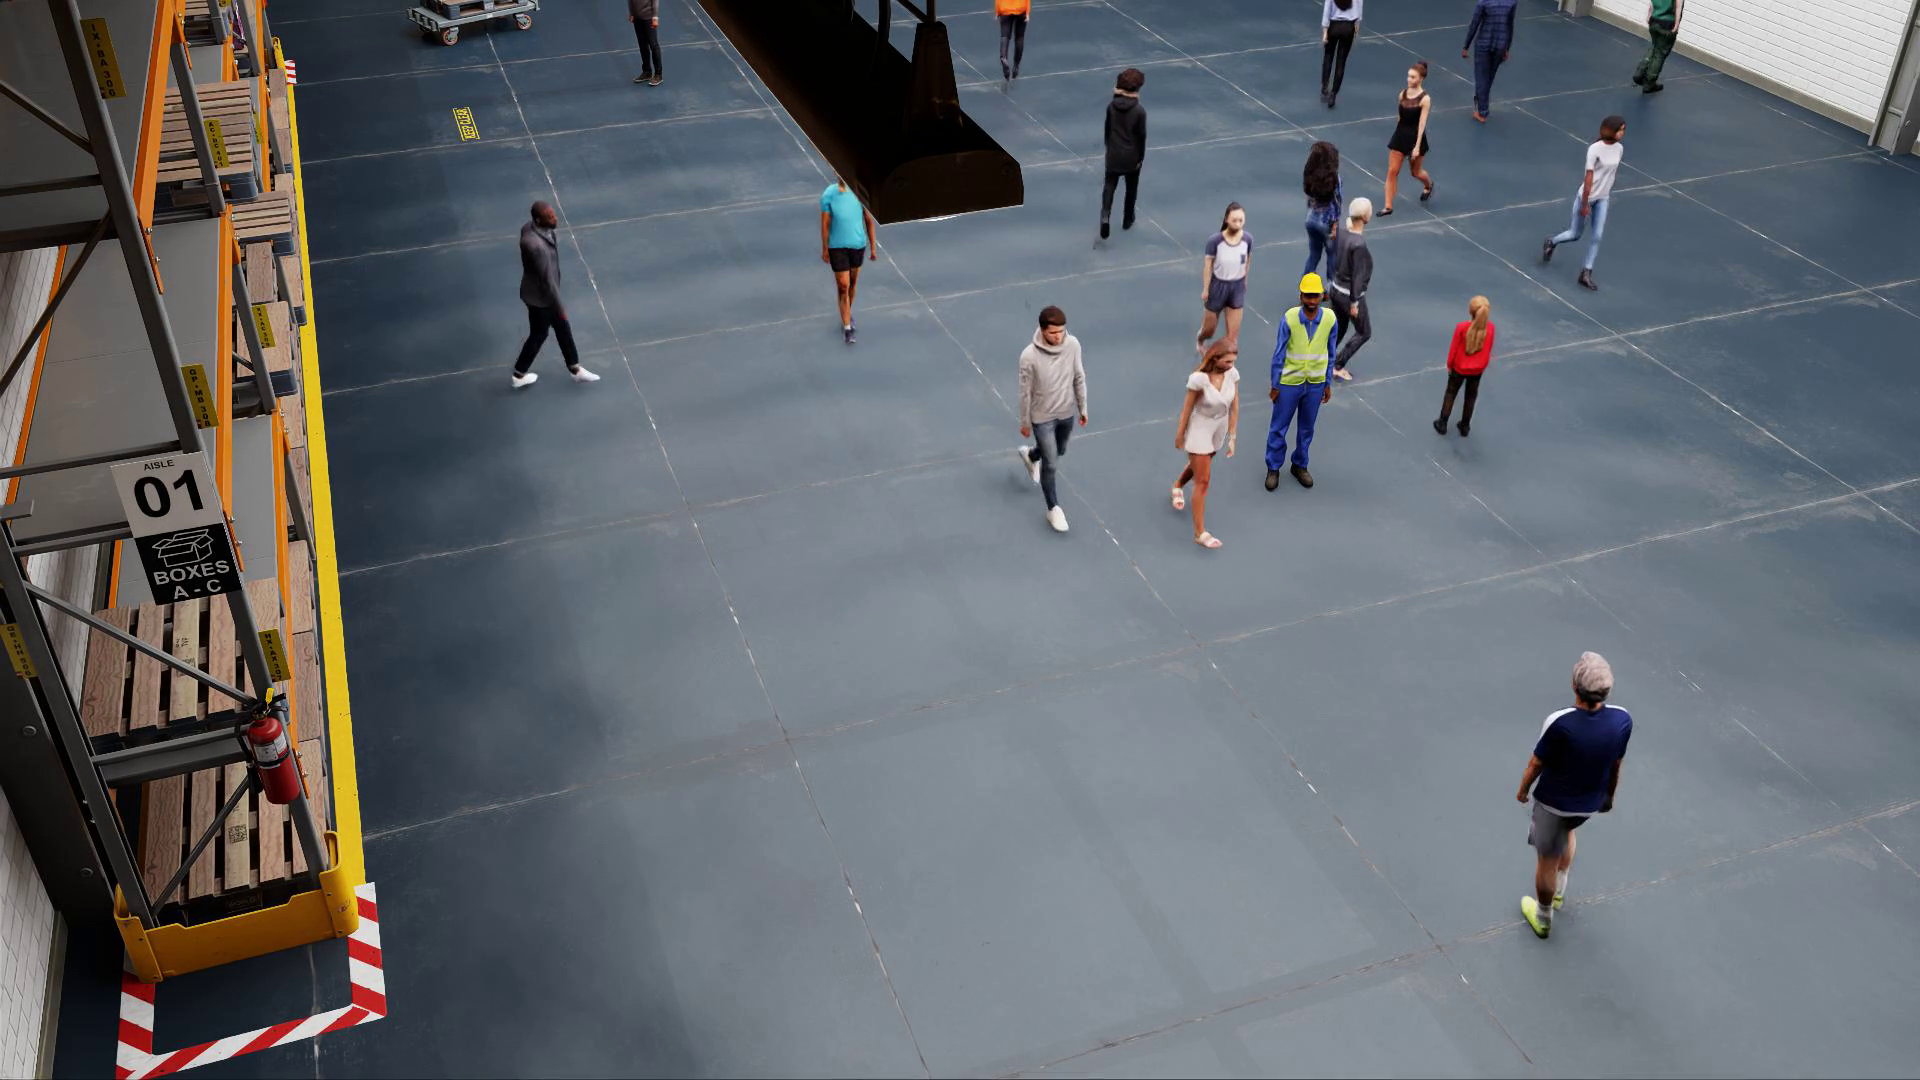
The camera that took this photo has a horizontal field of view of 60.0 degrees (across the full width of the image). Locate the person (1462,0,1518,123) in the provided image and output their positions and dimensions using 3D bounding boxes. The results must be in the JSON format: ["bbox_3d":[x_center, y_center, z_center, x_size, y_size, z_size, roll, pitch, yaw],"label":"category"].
[{"bbox_3d":[6.491,-6.005,20.290,0.833,1.789,1.057,-3,34,-5],"label":"person"}]

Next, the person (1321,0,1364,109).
[{"bbox_3d":[4.739,-6.250,20.721,0.894,1.719,1.013,6,34,9],"label":"person"}]

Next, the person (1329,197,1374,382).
[{"bbox_3d":[3.339,-2.164,14.579,0.702,1.714,0.533,-9,35,-13],"label":"person"}]

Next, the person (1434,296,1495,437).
[{"bbox_3d":[4.259,-1.442,13.887,0.589,1.278,0.639,1,34,2],"label":"person"}]

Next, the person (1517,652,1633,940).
[{"bbox_3d":[3.355,1.451,9.045,0.713,1.820,0.716,-5,34,-7],"label":"person"}]

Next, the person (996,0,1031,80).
[{"bbox_3d":[0.681,-6.778,21.503,0.880,1.733,1.061,4,34,5],"label":"person"}]

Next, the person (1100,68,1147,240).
[{"bbox_3d":[1.673,-3.992,17.290,1.028,1.758,1.140,12,35,17],"label":"person"}]

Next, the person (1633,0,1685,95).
[{"bbox_3d":[8.890,-6.588,21.125,0.725,1.835,0.646,-14,36,-20],"label":"person"}]

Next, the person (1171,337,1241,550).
[{"bbox_3d":[1.844,-0.836,12.646,0.630,1.641,1.123,-11,35,-16],"label":"person"}]

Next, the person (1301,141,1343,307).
[{"bbox_3d":[3.449,-2.997,15.953,0.827,1.580,0.767,-19,38,-26],"label":"person"}]

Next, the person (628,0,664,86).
[{"bbox_3d":[-4.065,-6.796,21.501,0.775,1.766,0.668,-4,34,-6],"label":"person"}]

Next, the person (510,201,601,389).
[{"bbox_3d":[-3.713,-2.100,14.439,0.985,1.762,1.064,-7,34,-10],"label":"person"}]

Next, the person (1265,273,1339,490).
[{"bbox_3d":[2.694,-1.260,13.128,0.728,1.813,0.672,-3,34,-4],"label":"person"}]

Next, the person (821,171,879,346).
[{"bbox_3d":[-1.068,-2.760,15.438,0.663,1.754,0.951,-10,35,-14],"label":"person"}]

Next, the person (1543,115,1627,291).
[{"bbox_3d":[6.175,-3.363,16.396,0.603,1.699,1.002,-11,35,-17],"label":"person"}]

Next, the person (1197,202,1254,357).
[{"bbox_3d":[2.311,-2.204,14.714,0.720,1.631,0.979,-6,34,-9],"label":"person"}]

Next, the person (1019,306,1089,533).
[{"bbox_3d":[0.667,-1.014,12.743,0.791,1.830,1.139,-19,38,-26],"label":"person"}]

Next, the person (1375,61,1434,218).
[{"bbox_3d":[4.879,-4.290,17.832,0.858,1.653,1.035,-23,40,-31],"label":"person"}]
